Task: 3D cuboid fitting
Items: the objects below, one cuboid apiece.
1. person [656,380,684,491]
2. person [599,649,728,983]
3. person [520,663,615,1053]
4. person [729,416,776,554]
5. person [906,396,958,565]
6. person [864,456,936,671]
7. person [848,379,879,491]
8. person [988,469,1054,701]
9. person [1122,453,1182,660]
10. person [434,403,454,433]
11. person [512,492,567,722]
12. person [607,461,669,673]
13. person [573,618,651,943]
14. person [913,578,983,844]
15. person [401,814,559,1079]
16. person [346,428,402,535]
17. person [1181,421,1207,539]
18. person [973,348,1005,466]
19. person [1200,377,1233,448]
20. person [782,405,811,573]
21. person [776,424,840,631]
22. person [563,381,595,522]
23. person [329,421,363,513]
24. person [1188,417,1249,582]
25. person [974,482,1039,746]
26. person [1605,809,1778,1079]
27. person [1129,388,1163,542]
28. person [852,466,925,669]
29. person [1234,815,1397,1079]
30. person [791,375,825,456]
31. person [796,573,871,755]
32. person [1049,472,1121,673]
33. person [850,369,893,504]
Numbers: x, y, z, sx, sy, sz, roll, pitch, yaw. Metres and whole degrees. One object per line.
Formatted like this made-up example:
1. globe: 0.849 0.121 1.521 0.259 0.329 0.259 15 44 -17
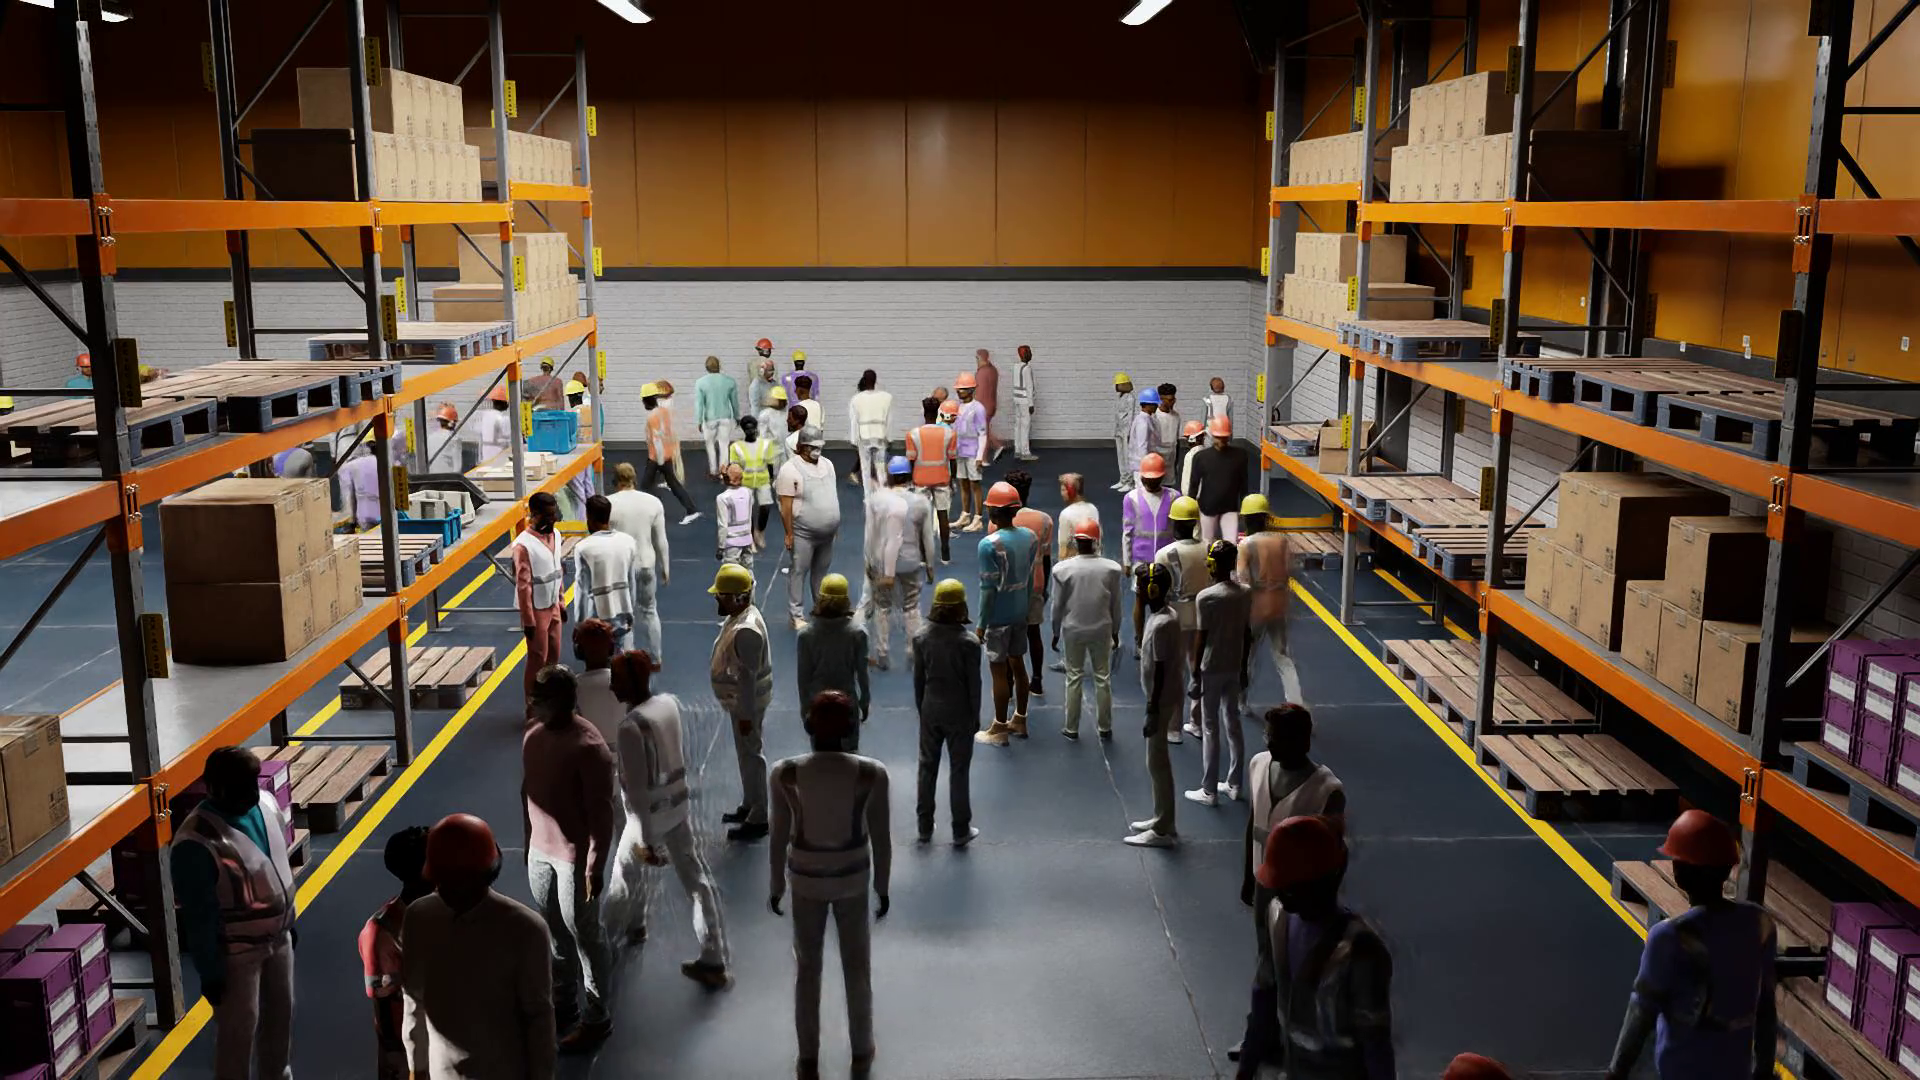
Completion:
1. person: -4.255 -1.539 24.403 0.361 1.619 0.561 -4 12 -17
2. person: -1.689 1.453 8.872 1.022 1.818 0.609 6 13 26
3. person: -1.945 1.539 8.172 0.635 1.938 0.362 10 15 41
4. person: -2.477 -0.659 19.845 0.566 1.676 0.359 -3 12 -15
5. person: -0.331 -0.683 19.246 0.613 1.963 0.362 -2 11 -8
6. person: -0.527 0.213 14.864 0.643 1.921 0.471 0 11 0
7. person: -1.410 -1.578 24.502 0.829 1.660 0.544 10 15 41
8. person: 0.499 0.379 13.958 0.598 1.958 0.372 -6 13 -27
9. person: 1.754 0.155 15.164 0.549 1.924 0.387 0 11 0
10. person: -6.648 -0.963 21.497 0.313 1.631 0.523 -5 12 -22
11. person: -3.327 0.552 13.208 0.402 1.909 0.599 3 12 15
12. person: -2.899 0.259 14.684 0.675 1.916 0.463 -6 13 -29
13. person: -1.983 1.357 9.244 0.580 1.878 0.356 -4 12 -20
14. person: -0.078 1.107 10.848 0.488 1.738 0.350 5 12 23
15. person: -1.761 1.936 6.077 0.617 1.986 0.411 4 12 17
16. person: -6.091 -0.254 17.338 0.597 1.884 0.982 -2 11 -8
17. person: 2.643 -0.480 18.795 0.348 1.740 0.574 7 13 32
18. person: 0.408 -2.117 26.631 0.479 1.885 0.723 5 12 24
19. person: 3.799 -1.585 24.614 0.519 1.632 0.312 -2 12 -12
20. person: -1.791 -0.574 18.815 0.384 1.920 0.596 6 13 27
21. person: -1.425 -0.130 16.285 0.538 2.000 0.690 10 15 42
22. person: -4.916 -1.099 21.481 0.397 1.912 0.592 3 12 17
23. person: -8.241 -1.186 22.349 0.321 1.737 0.484 10 15 40
24. person: 2.702 -0.295 17.321 0.665 1.950 0.957 0 11 2
25. person: 0.327 0.565 12.793 0.378 2.044 0.608 10 15 40
26. person: 2.725 1.937 6.313 0.562 1.884 0.973 -5 12 -24
27. person: 2.265 -0.896 20.360 0.404 1.945 0.615 1 11 6
28. person: -0.602 0.222 14.951 1.047 1.866 0.646 -6 13 -27
29. person: 1.188 1.950 5.927 0.816 2.007 0.651 -4 12 -21
30. person: -2.011 -1.179 21.767 0.371 1.958 0.598 7 13 33
31. person: -0.830 1.088 11.004 0.483 1.725 0.536 -2 11 -10
32. person: 1.108 0.323 14.570 0.682 1.814 0.622 7 13 30
33. person: -1.226 -1.414 23.049 0.610 1.908 0.460 -4 12 -18
